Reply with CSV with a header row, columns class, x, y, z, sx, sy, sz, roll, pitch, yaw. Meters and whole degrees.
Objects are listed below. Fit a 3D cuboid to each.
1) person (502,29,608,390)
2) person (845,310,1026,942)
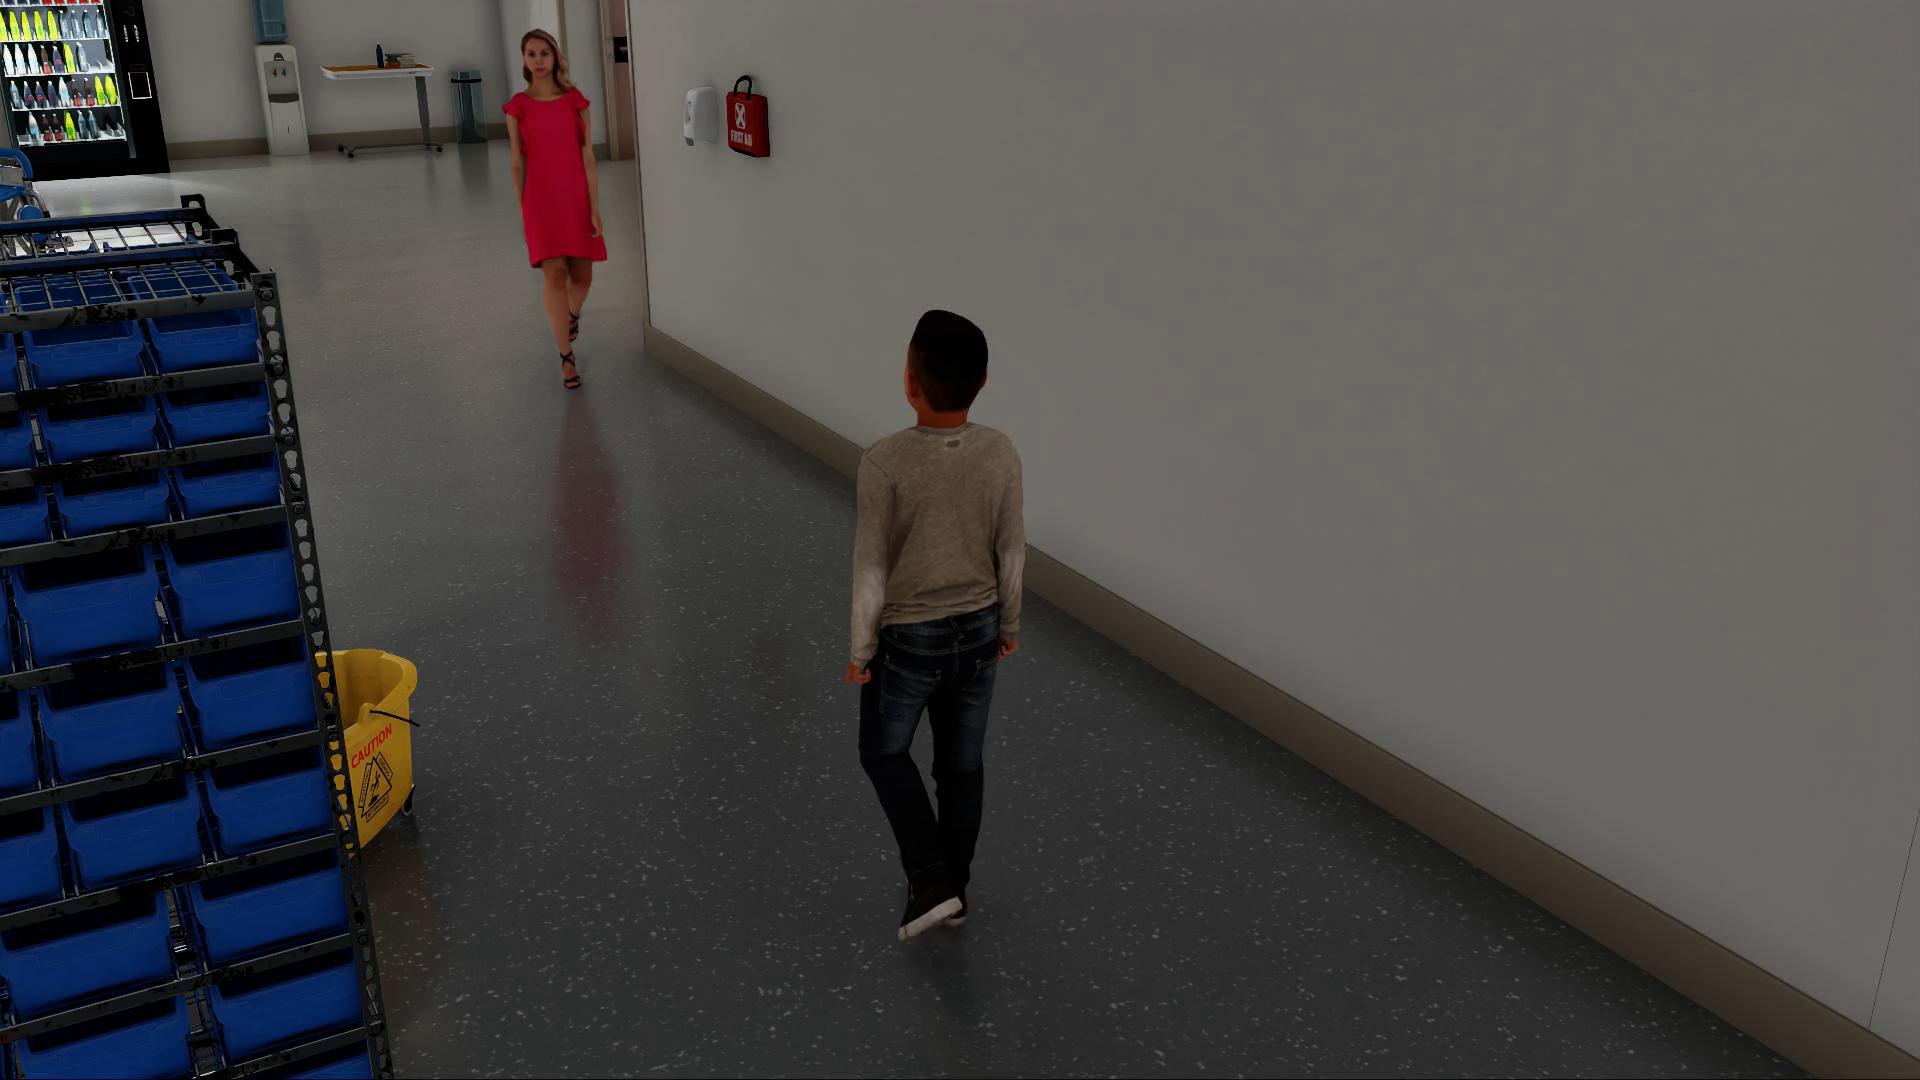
class,x,y,z,sx,sy,sz,roll,pitch,yaw
person,-1.992,-1.648,8.267,0.889,1.708,0.743,-7,22,-18
person,-0.031,0.245,3.626,0.631,1.456,0.676,-9,22,-21
